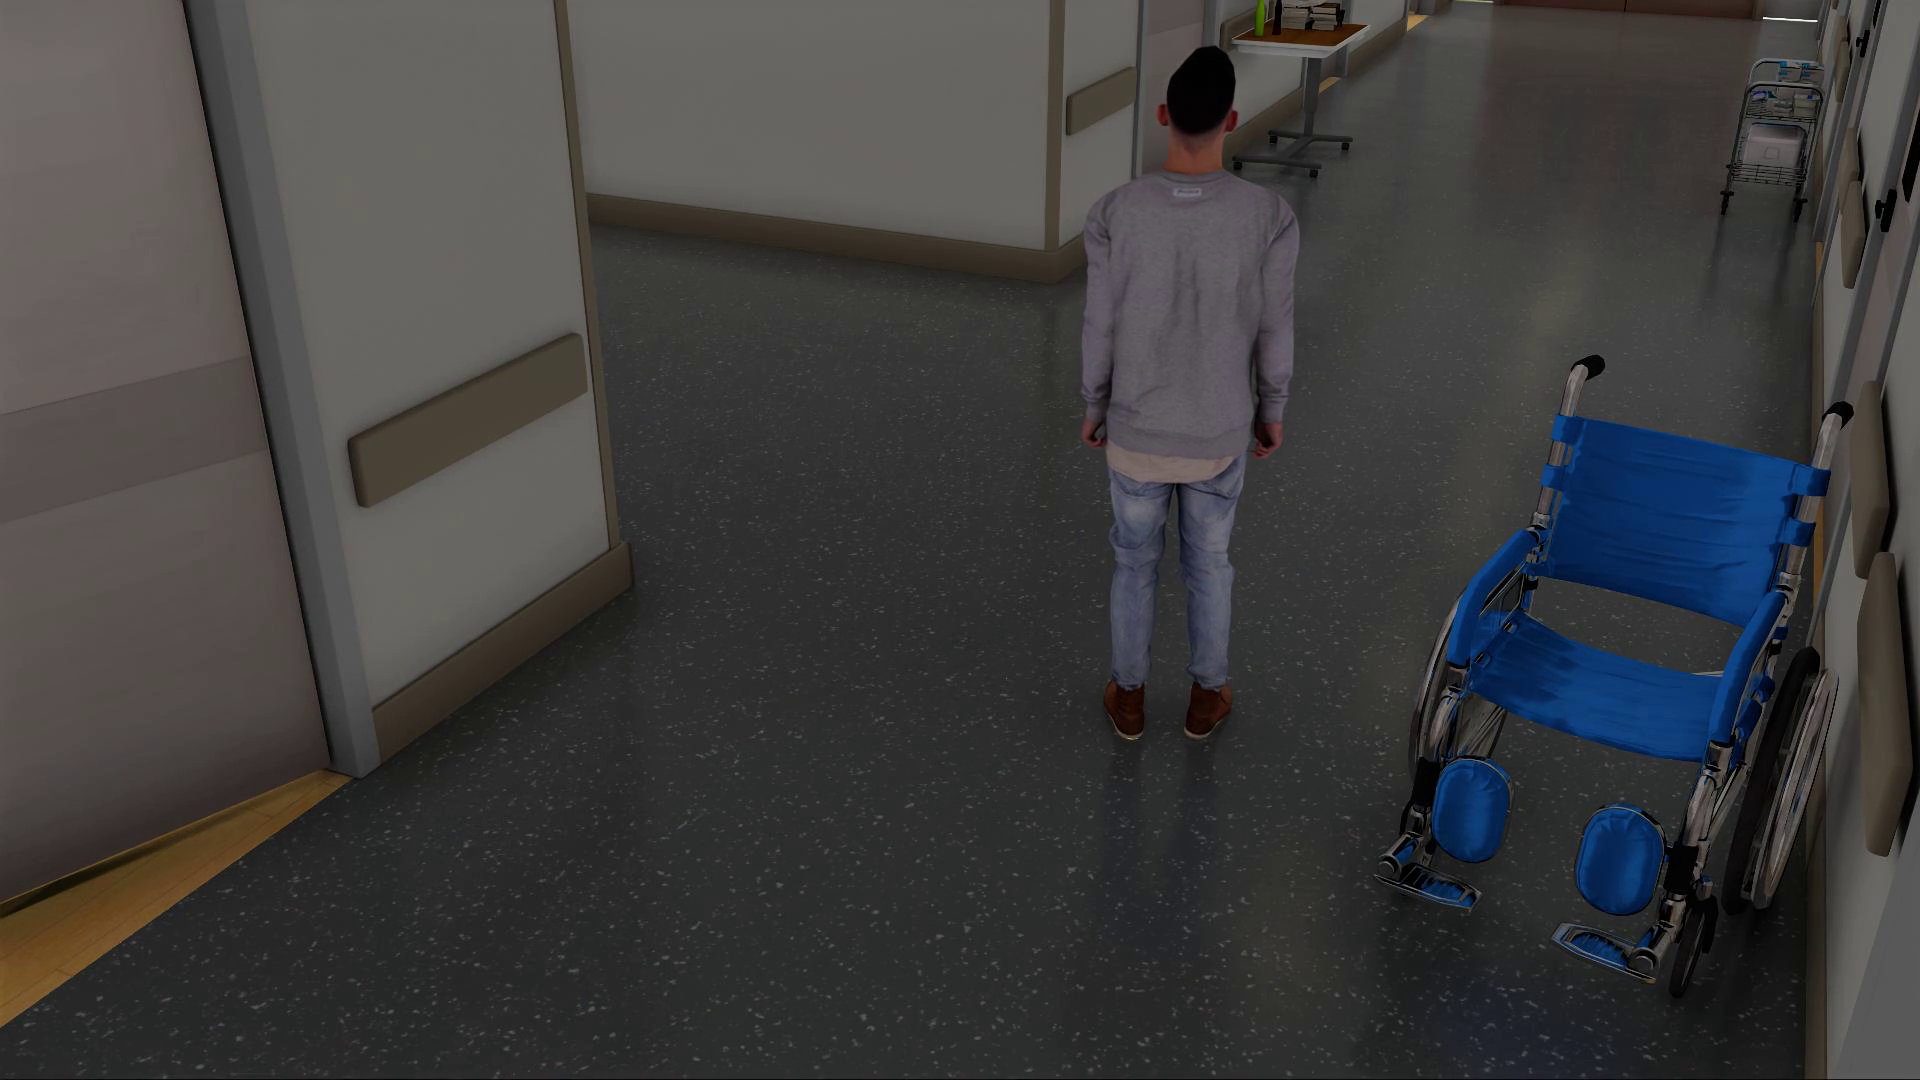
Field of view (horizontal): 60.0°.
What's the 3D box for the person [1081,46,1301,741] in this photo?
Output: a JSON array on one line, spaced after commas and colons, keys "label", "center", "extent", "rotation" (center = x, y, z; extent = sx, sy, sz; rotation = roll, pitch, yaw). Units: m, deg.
[{"label": "person", "center": [0.564, -0.323, 4.252], "extent": [0.755, 1.840, 0.695], "rotation": [2, 26, 5]}]
